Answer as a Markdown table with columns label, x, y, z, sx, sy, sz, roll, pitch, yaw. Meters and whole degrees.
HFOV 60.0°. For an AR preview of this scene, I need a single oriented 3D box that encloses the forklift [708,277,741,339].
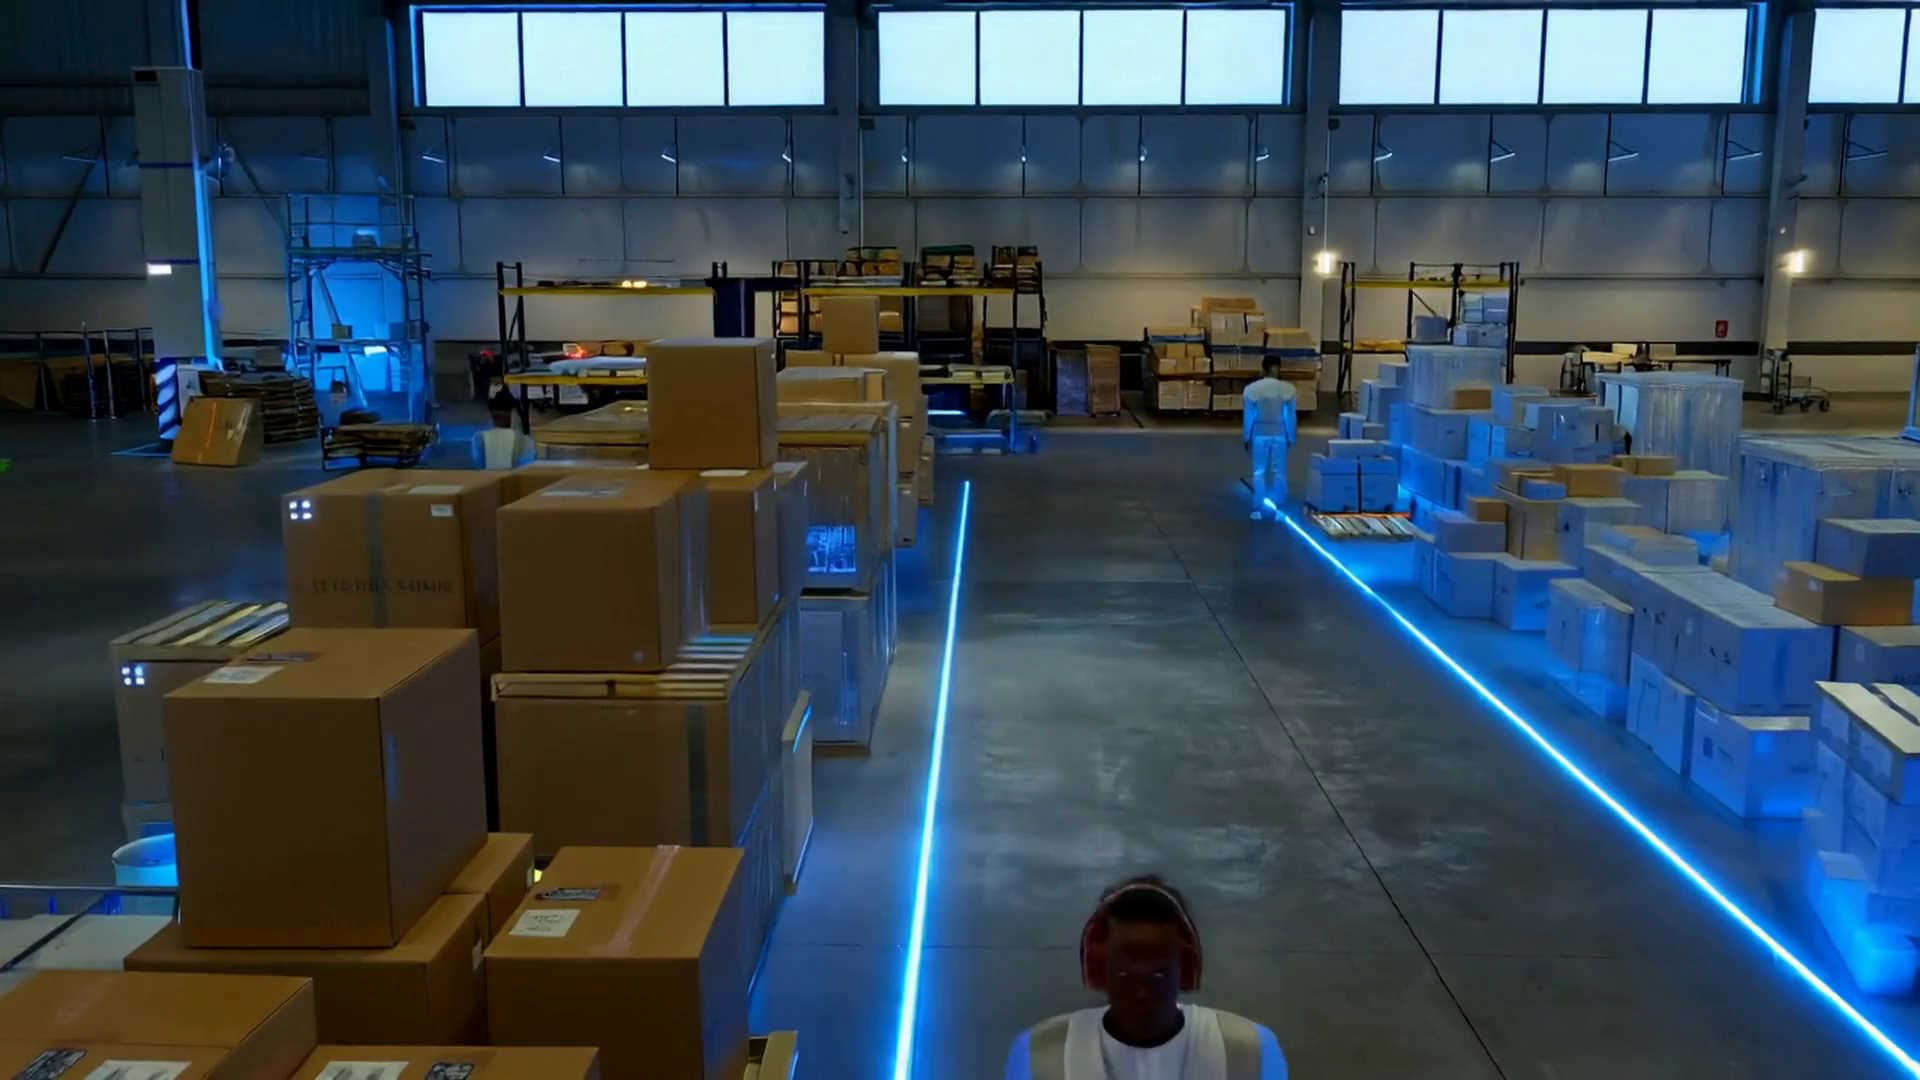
| label | x | y | z | sx | sy | sz | roll | pitch | yaw |
| --- | --- | --- | --- | --- | --- | --- | --- | --- | --- |
| forklift | -3.325 | -2.387 | 23.932 | 1.873 | 2.768 | 1.129 | -1 | 10 | -6 |

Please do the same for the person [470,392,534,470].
| label | x | y | z | sx | sy | sz | roll | pitch | yaw |
| --- | --- | --- | --- | --- | --- | --- | --- | --- | --- |
| person | -4.081 | -0.375 | 14.883 | 0.552 | 1.893 | 1.007 | 0 | 9 | 1 |

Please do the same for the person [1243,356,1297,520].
| label | x | y | z | sx | sy | sz | roll | pitch | yaw |
| --- | --- | --- | --- | --- | --- | --- | --- | --- | --- |
| person | 3.646 | -1.197 | 19.623 | 0.629 | 1.940 | 0.373 | 1 | 10 | 9 |

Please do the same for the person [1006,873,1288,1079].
| label | x | y | z | sx | sy | sz | roll | pitch | yaw |
| --- | --- | --- | --- | --- | --- | --- | --- | --- | --- |
| person | 0.380 | 1.556 | 3.432 | 0.572 | 1.848 | 0.964 | 0 | 9 | -1 |

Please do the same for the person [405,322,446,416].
| label | x | y | z | sx | sy | sz | roll | pitch | yaw |
| --- | --- | --- | --- | --- | --- | --- | --- | --- | --- |
| person | -10.705 | -3.413 | 33.107 | 0.619 | 1.887 | 1.004 | 8 | 12 | 38 |
